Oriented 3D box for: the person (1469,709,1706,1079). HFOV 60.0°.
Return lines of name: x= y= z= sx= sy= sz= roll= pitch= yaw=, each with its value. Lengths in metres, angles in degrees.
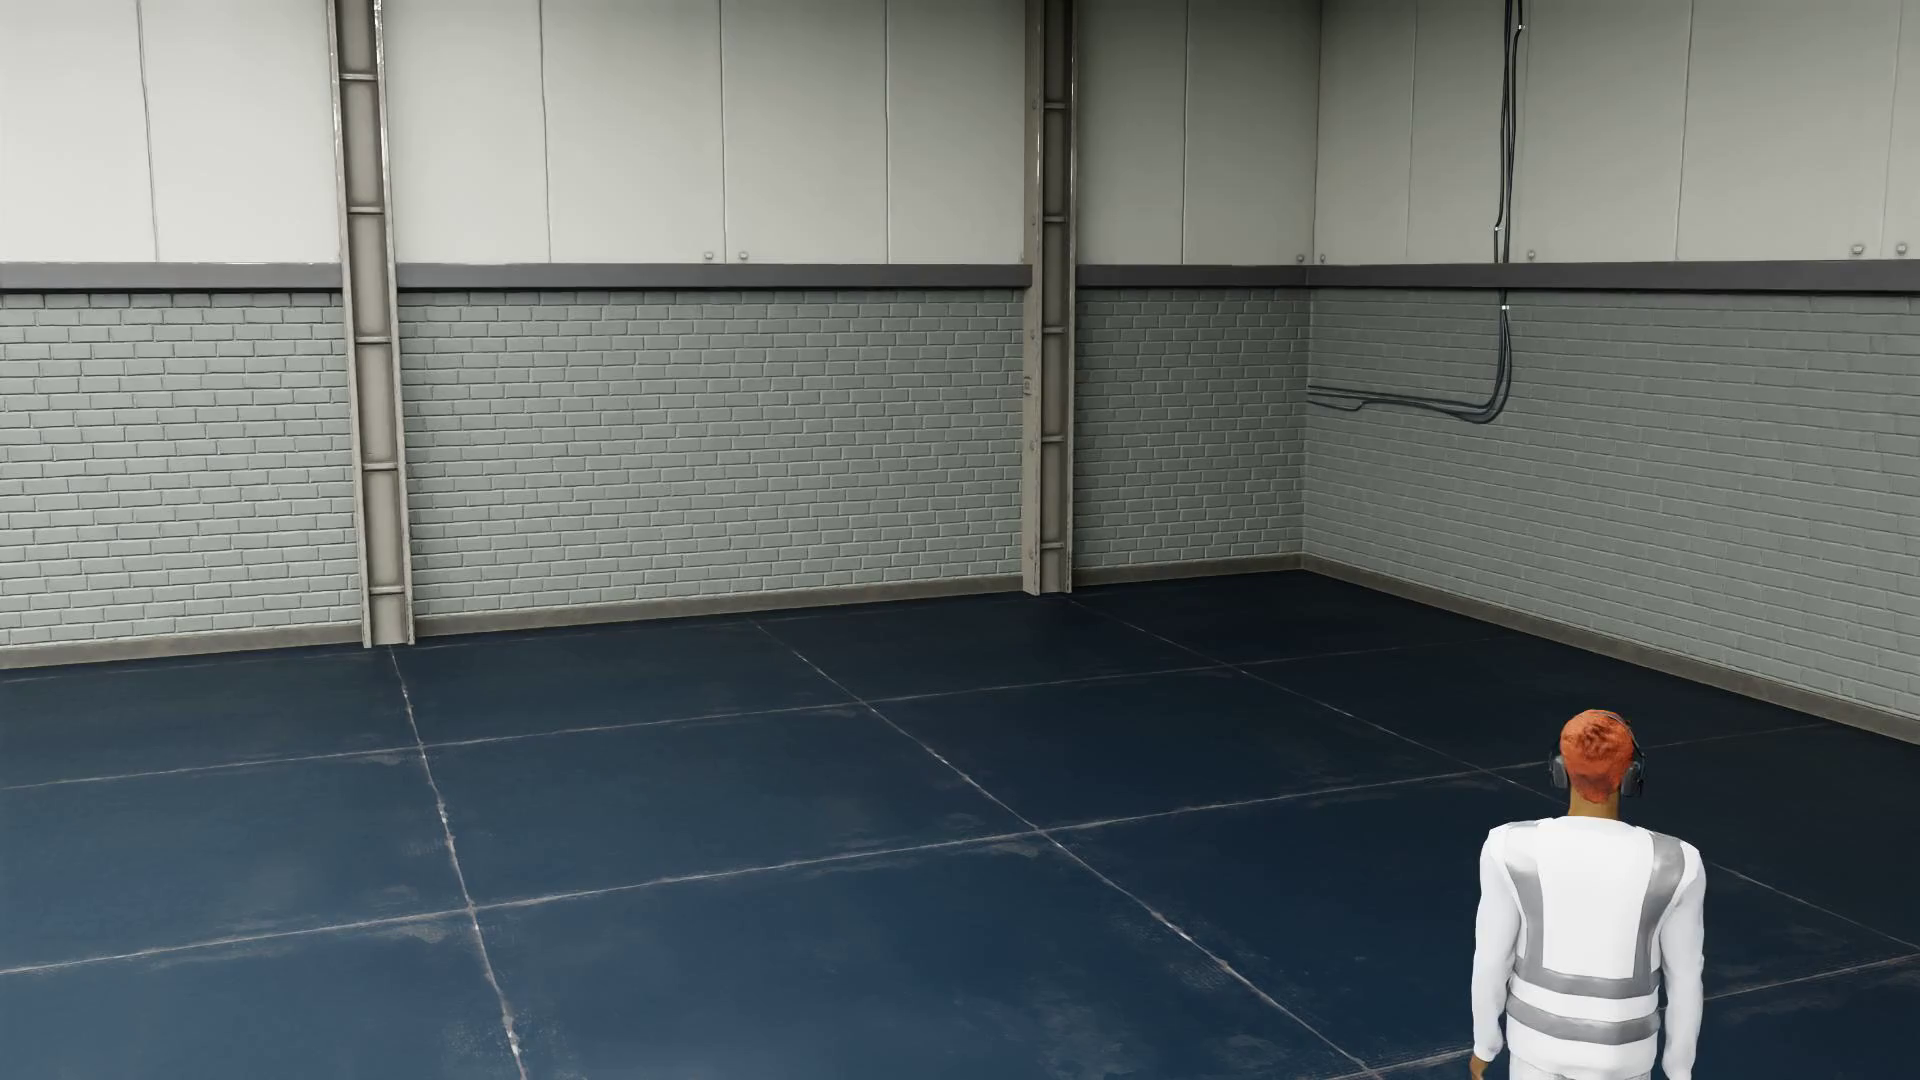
person: x=1.686 y=1.384 z=4.512 sx=0.583 sy=1.882 sz=0.338 roll=3 pitch=9 yaw=17
